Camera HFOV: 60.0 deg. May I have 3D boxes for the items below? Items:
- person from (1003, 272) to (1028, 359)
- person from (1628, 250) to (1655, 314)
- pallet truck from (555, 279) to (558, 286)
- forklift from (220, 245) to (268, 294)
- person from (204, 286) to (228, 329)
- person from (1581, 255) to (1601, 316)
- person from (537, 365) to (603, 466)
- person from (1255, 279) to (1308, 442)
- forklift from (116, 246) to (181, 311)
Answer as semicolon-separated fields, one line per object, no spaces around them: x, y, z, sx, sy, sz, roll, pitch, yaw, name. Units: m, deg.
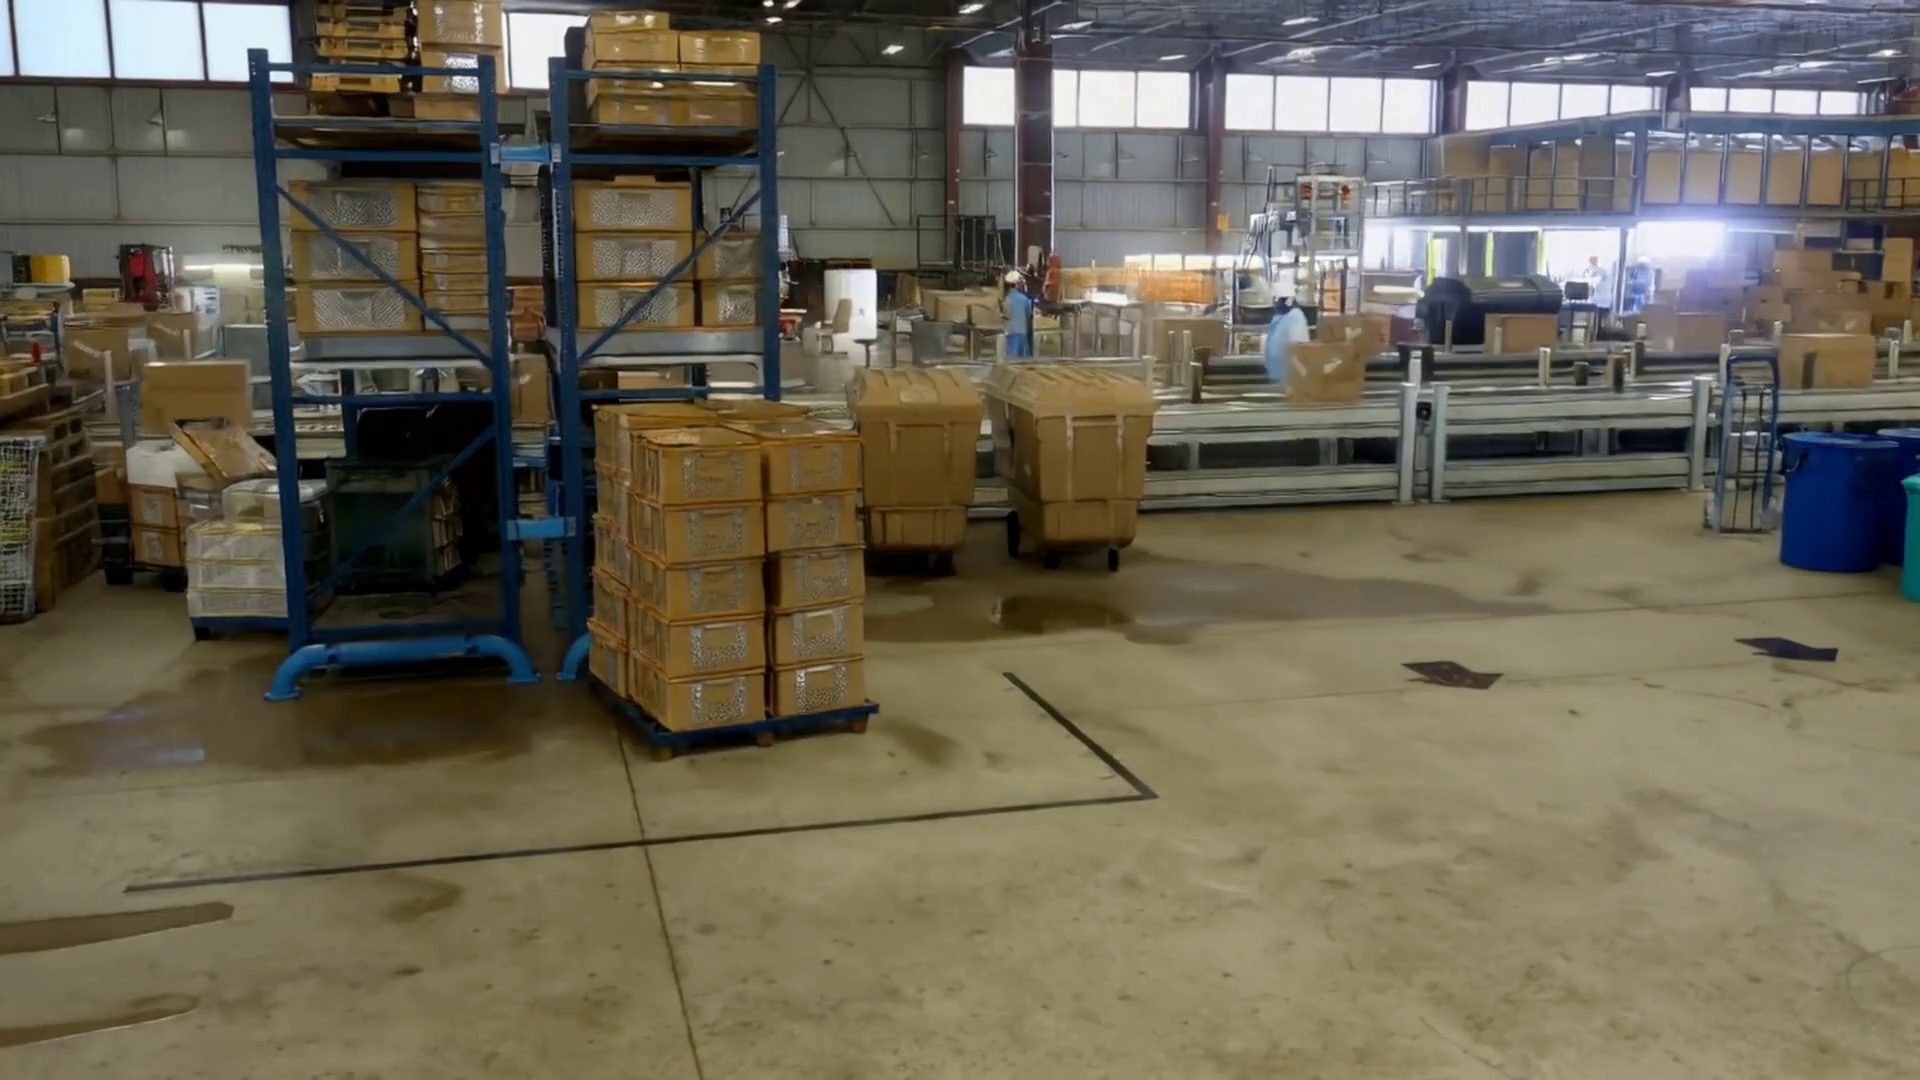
0.755;-2.880;23.428;0.326;1.763;0.533;7;12;36;person
16.978;-6.207;41.499;0.609;2.034;0.397;2;10;13;person
-10.604;-6.375;44.520;0.653;1.274;1.630;-3;10;-15;pallet truck
-17.749;-6.334;41.440;1.157;1.987;2.680;-3;10;-17;forklift
-16.601;-5.335;37.145;0.624;1.824;0.404;3;11;18;person
19.225;-7.739;50.653;0.578;1.872;0.405;-2;10;-10;person
-3.438;-1.330;14.891;0.710;1.678;0.534;-6;12;-30;person
3.049;-1.622;16.166;0.759;1.804;0.627;-2;10;-12;person
-19.966;-6.232;40.894;1.157;1.987;2.680;-3;10;-15;forklift
